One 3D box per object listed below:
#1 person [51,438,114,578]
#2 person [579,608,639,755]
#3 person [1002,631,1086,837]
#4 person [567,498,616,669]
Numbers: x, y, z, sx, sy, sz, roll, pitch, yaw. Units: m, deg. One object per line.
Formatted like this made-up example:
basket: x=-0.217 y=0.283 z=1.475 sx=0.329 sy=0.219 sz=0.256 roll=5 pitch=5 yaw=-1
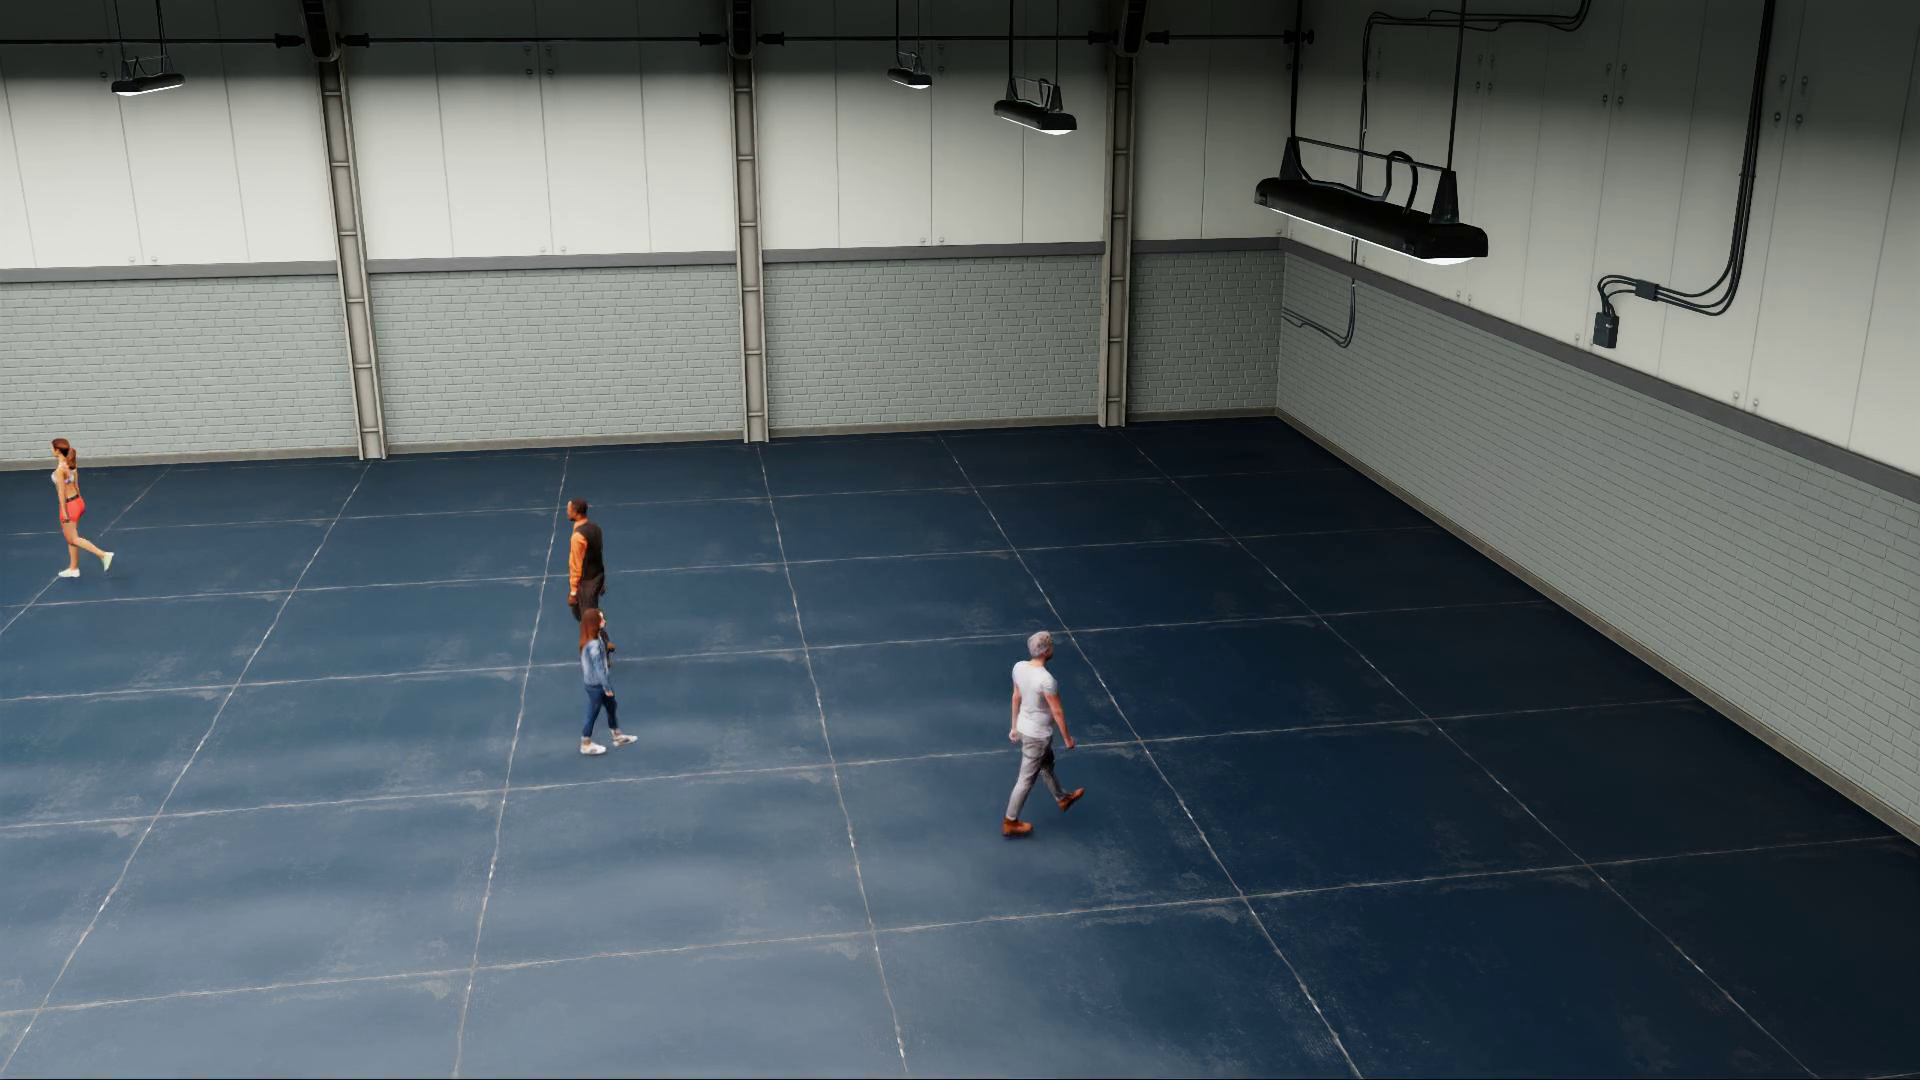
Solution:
person: x=-10.874 y=-0.376 z=20.487 sx=1.007 sy=1.774 sz=0.677 roll=0 pitch=18 yaw=0
person: x=-3.510 y=1.349 z=15.692 sx=0.773 sy=1.463 sz=0.622 roll=-4 pitch=19 yaw=-13
person: x=0.568 y=1.688 z=14.136 sx=1.238 sy=1.783 sz=0.932 roll=-9 pitch=20 yaw=-26
person: x=-3.847 y=0.479 z=17.669 sx=0.790 sy=1.893 sz=0.775 roll=1 pitch=18 yaw=4
